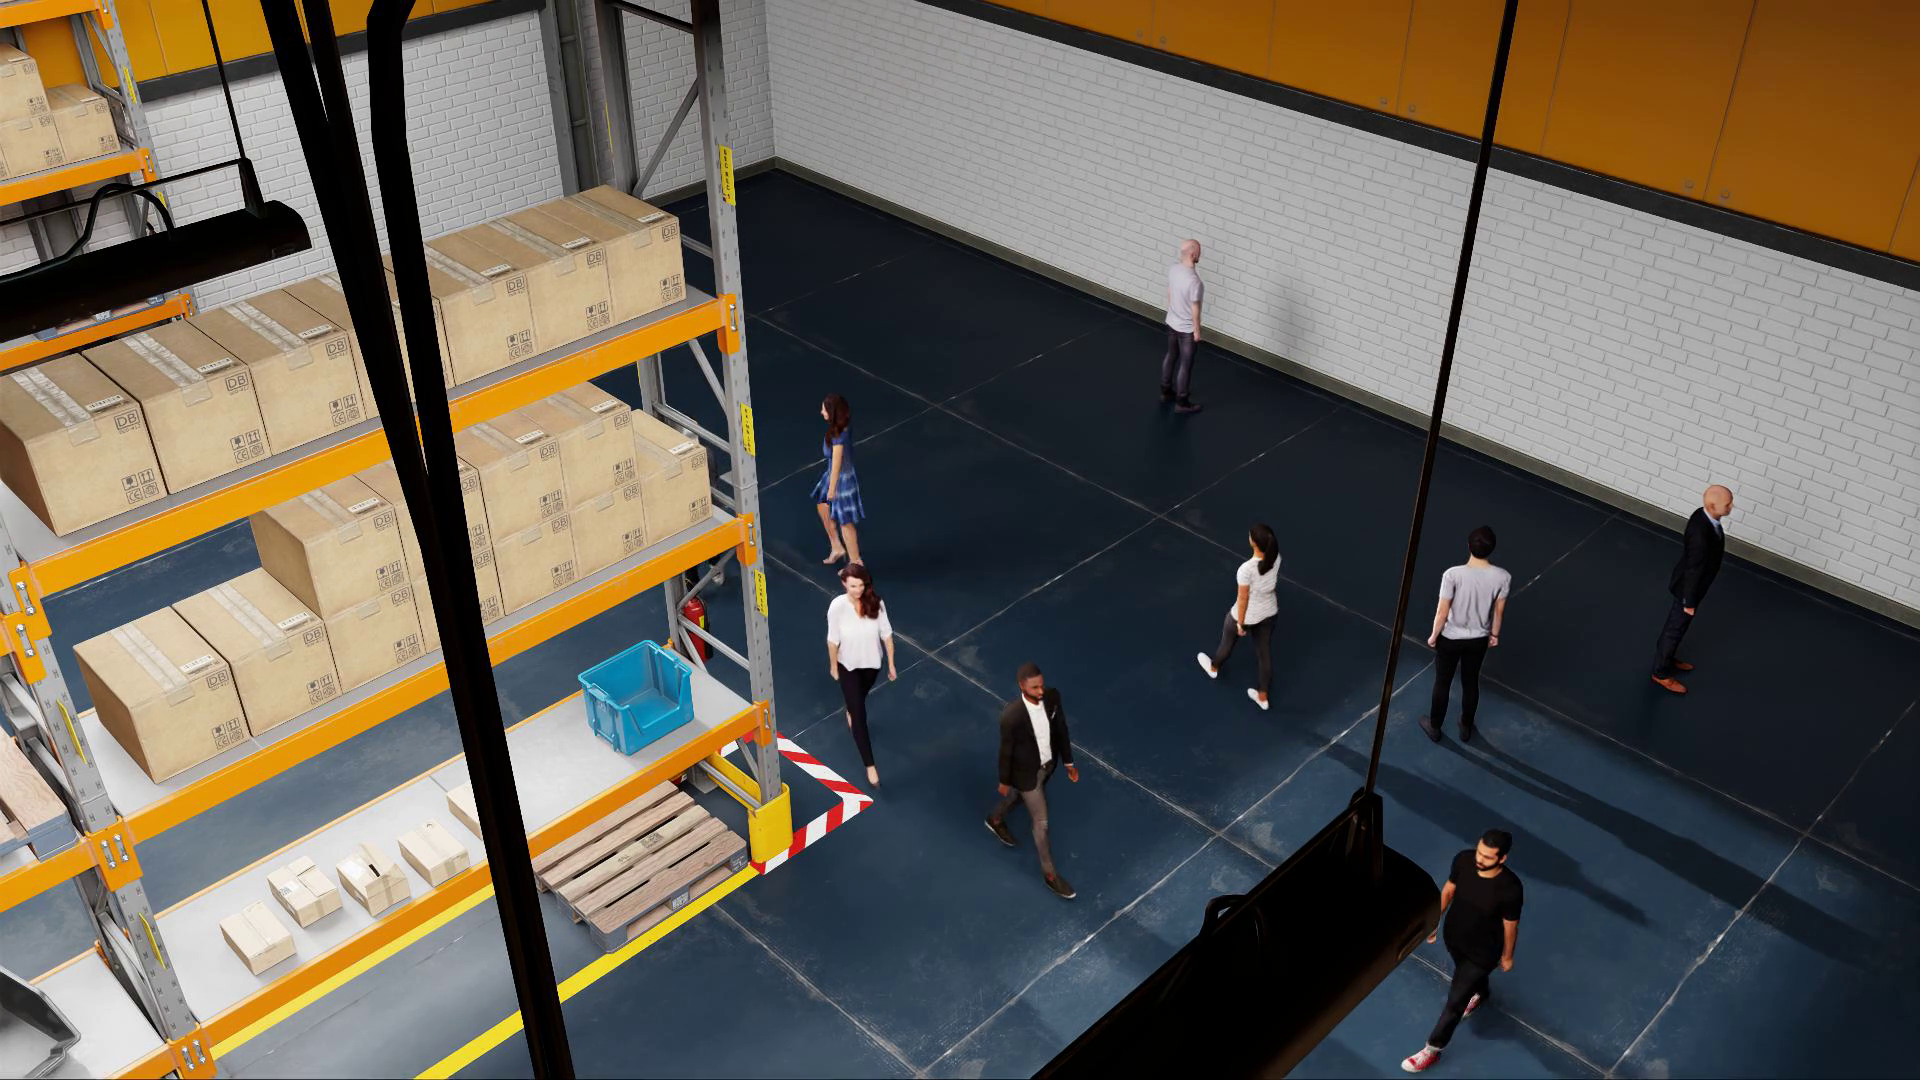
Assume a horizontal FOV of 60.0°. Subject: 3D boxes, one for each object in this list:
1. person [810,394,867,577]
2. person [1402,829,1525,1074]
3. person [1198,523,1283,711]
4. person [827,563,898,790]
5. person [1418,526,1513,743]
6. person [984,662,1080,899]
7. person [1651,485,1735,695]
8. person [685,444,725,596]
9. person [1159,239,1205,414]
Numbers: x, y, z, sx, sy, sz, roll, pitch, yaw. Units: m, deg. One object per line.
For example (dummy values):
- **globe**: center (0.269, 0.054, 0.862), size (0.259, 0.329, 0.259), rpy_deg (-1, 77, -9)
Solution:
- **person**: center (-0.945, -0.454, 14.270), size (0.888, 1.793, 0.832), rpy_deg (-2, 34, -4)
- **person**: center (3.155, 2.386, 10.071), size (1.201, 1.712, 0.772), rpy_deg (-22, 39, -29)
- **person**: center (2.328, 0.607, 12.837), size (0.973, 1.612, 0.828), rpy_deg (-17, 37, -23)
- **person**: center (-0.765, 0.889, 12.293), size (1.153, 1.745, 0.966), rpy_deg (-13, 36, -19)
- **person**: center (3.771, 0.719, 12.443), size (0.722, 1.863, 0.783), rpy_deg (0, 34, 0)
- **person**: center (0.429, 1.525, 11.324), size (1.089, 1.759, 0.732), rpy_deg (-29, 43, -36)
- **person**: center (5.743, 0.342, 13.067), size (0.800, 1.801, 0.637), rpy_deg (16, 37, 23)
- **person**: center (-2.254, -0.273, 14.035), size (0.902, 1.752, 0.968), rpy_deg (1, 34, 1)
- **person**: center (2.251, -2.178, 16.827), size (0.704, 1.835, 0.733), rpy_deg (-15, 36, -21)
